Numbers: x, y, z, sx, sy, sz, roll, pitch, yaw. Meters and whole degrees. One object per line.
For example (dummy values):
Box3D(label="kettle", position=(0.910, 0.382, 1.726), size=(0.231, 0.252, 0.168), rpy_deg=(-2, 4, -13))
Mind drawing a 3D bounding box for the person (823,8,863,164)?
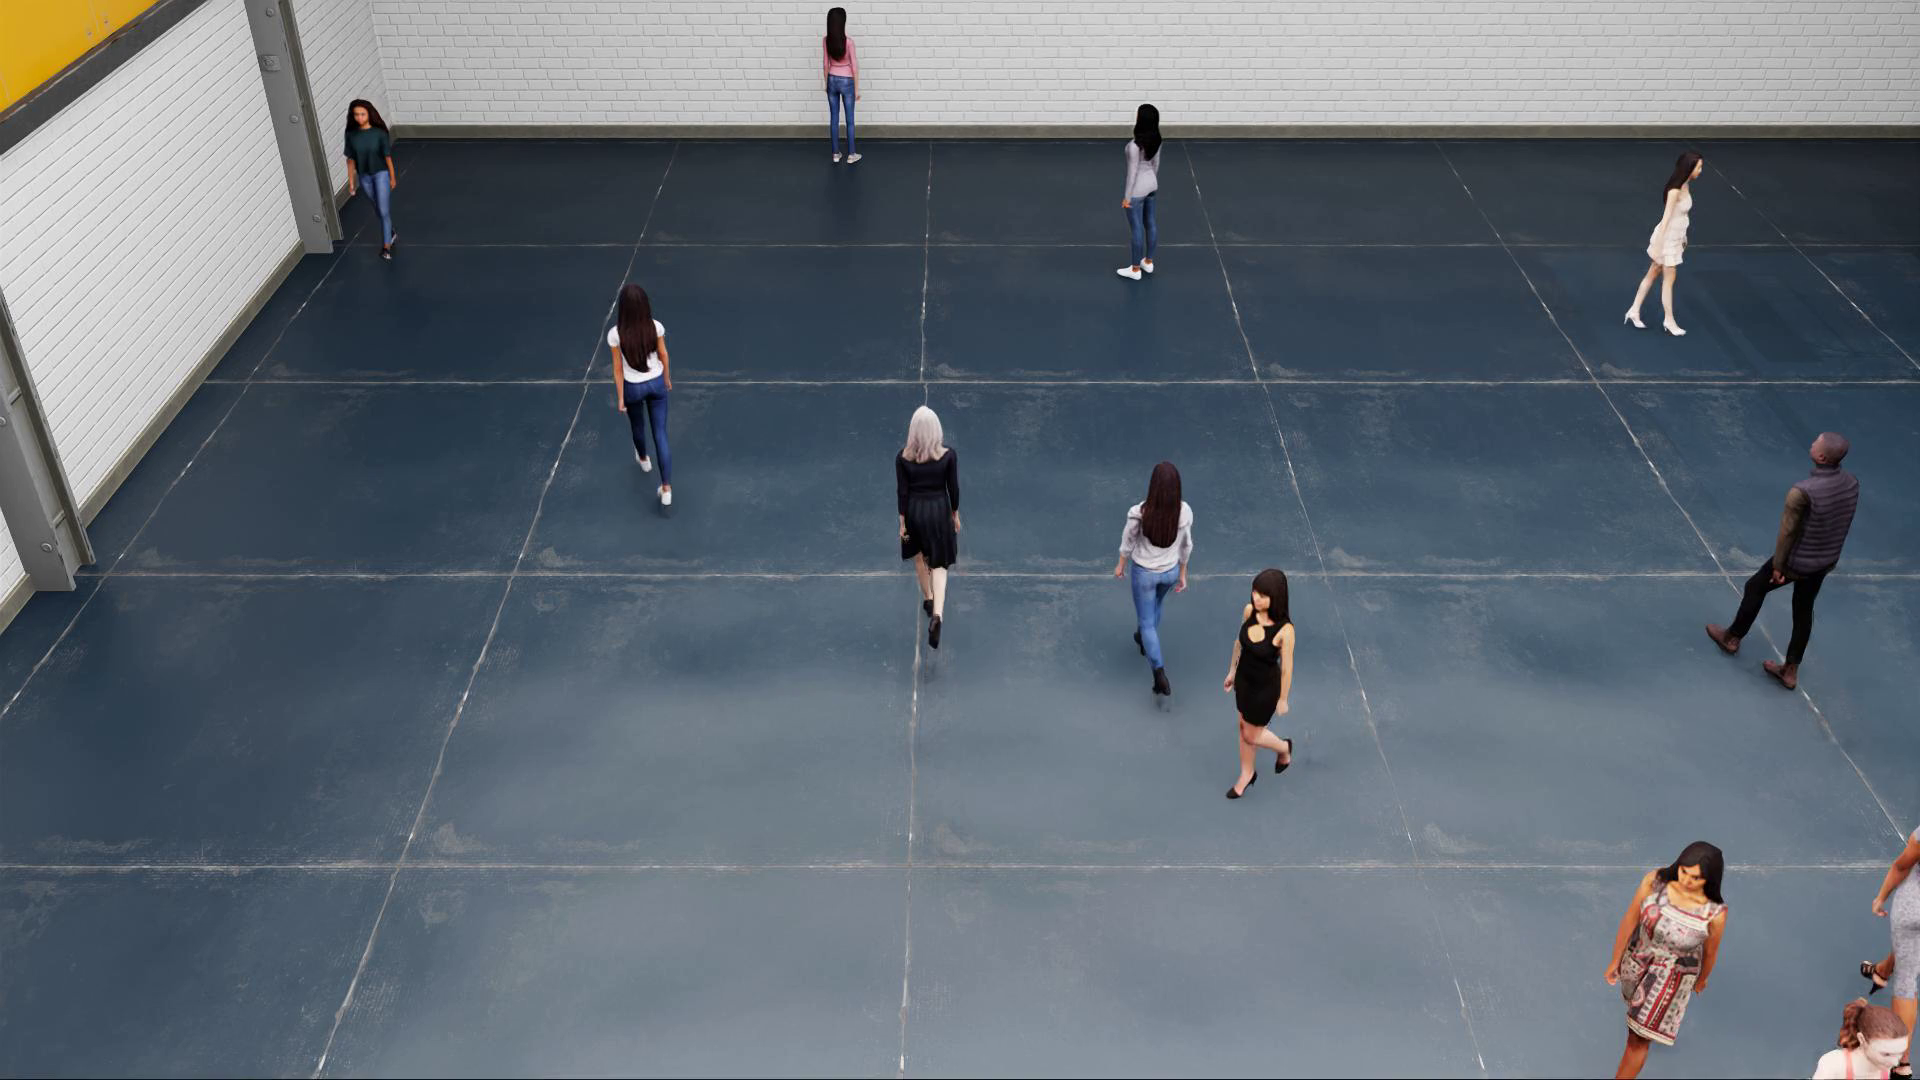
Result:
Box3D(label="person", position=(-1.355, -5.150, 18.830), size=(0.636, 1.741, 0.615), rpy_deg=(11, 35, 16))

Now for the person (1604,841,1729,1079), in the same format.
Box3D(label="person", position=(3.456, 2.034, 8.142), size=(1.125, 1.607, 1.106), rpy_deg=(-26, 42, -33))

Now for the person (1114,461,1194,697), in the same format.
Box3D(label="person", position=(1.285, 0.277, 10.795), size=(0.789, 1.598, 1.102), rpy_deg=(-9, 35, -13))

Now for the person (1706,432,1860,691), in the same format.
Box3D(label="person", position=(5.511, 0.176, 10.755), size=(0.872, 1.811, 1.033), rpy_deg=(-9, 35, -13))

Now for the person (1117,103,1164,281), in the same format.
Box3D(label="person", position=(1.783, -3.398, 16.199), size=(0.738, 1.735, 0.675), rpy_deg=(28, 43, 35))

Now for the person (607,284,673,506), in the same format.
Box3D(label="person", position=(-2.384, -1.077, 12.715), size=(0.894, 1.728, 1.217), rpy_deg=(-12, 35, -17))

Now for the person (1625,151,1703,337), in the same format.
Box3D(label="person", position=(6.383, -2.734, 15.215), size=(0.885, 1.719, 0.858), rpy_deg=(20, 39, 27))

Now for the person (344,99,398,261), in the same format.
Box3D(label="person", position=(-5.889, -3.669, 16.751), size=(0.604, 1.575, 1.046), rpy_deg=(0, 34, 0))

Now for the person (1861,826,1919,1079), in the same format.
Box3D(label="person", position=(4.771, 1.937, 8.179), size=(0.720, 1.730, 1.164), rpy_deg=(6, 34, 9))

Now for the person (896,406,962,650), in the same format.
Box3D(label="person", position=(-0.208, -0.066, 11.197), size=(0.602, 1.725, 1.031), rpy_deg=(-1, 34, -2))

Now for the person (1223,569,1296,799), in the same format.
Box3D(label="person", position=(1.834, 0.848, 9.901), size=(0.788, 1.637, 0.743), rpy_deg=(-20, 38, -27))

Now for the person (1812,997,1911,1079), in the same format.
Box3D(label="person", position=(3.698, 2.549, 7.266), size=(0.781, 1.721, 1.006), rpy_deg=(-8, 34, -12))
